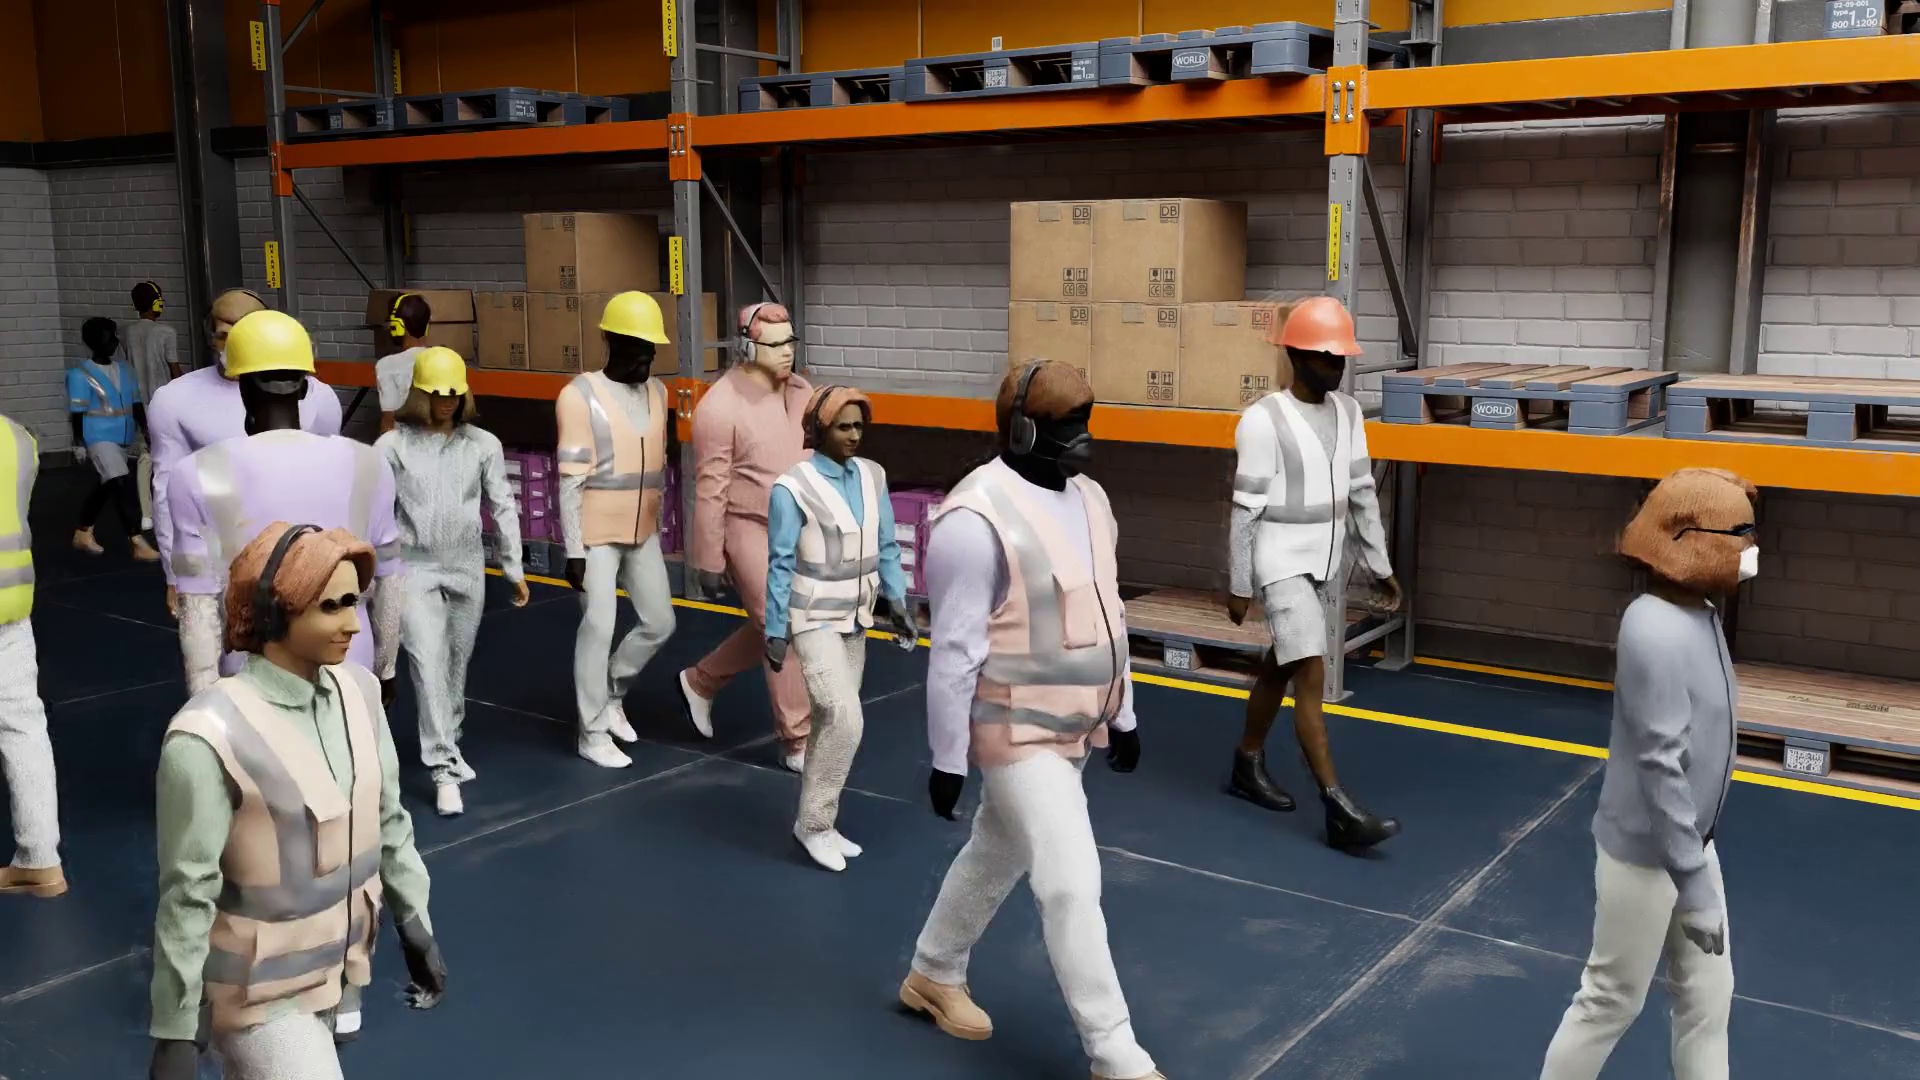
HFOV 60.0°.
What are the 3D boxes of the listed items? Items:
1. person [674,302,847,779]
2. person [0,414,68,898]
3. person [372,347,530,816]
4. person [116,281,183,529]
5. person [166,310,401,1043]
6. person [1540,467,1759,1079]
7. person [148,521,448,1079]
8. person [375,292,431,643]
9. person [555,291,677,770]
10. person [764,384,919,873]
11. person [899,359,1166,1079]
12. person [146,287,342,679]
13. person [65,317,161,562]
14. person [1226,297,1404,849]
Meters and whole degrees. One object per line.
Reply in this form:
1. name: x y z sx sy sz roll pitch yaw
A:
1. person: -0.822 -0.005 6.579 0.841 1.870 0.663 5 11 30
2. person: -3.281 0.246 5.334 0.970 1.786 0.625 4 11 25
3. person: -1.897 0.136 6.209 0.514 1.692 0.828 -6 11 -32
4. person: -6.047 -1.005 12.531 0.510 1.872 0.328 1 10 5
5. person: -1.827 0.332 4.506 0.605 1.879 0.950 -7 12 -36
6. person: 1.501 0.650 3.462 0.497 1.625 0.507 7 12 36
7. person: -1.104 0.760 2.850 0.900 1.585 0.527 2 10 11
8. person: -2.821 -0.342 8.604 0.411 1.860 0.543 6 11 30
9. person: -1.360 -0.035 6.645 0.485 1.903 0.615 7 12 36
10. person: -0.403 0.294 5.546 0.444 1.621 0.512 6 11 33
11. person: 0.182 0.452 4.090 0.950 1.798 0.641 6 11 33
12. person: -2.449 0.095 5.796 0.631 1.932 0.362 -6 11 -30
13. person: -5.787 -0.684 11.284 0.866 1.656 0.539 3 10 15
14. person: 1.278 0.110 5.837 0.568 1.891 0.957 -8 12 -40
